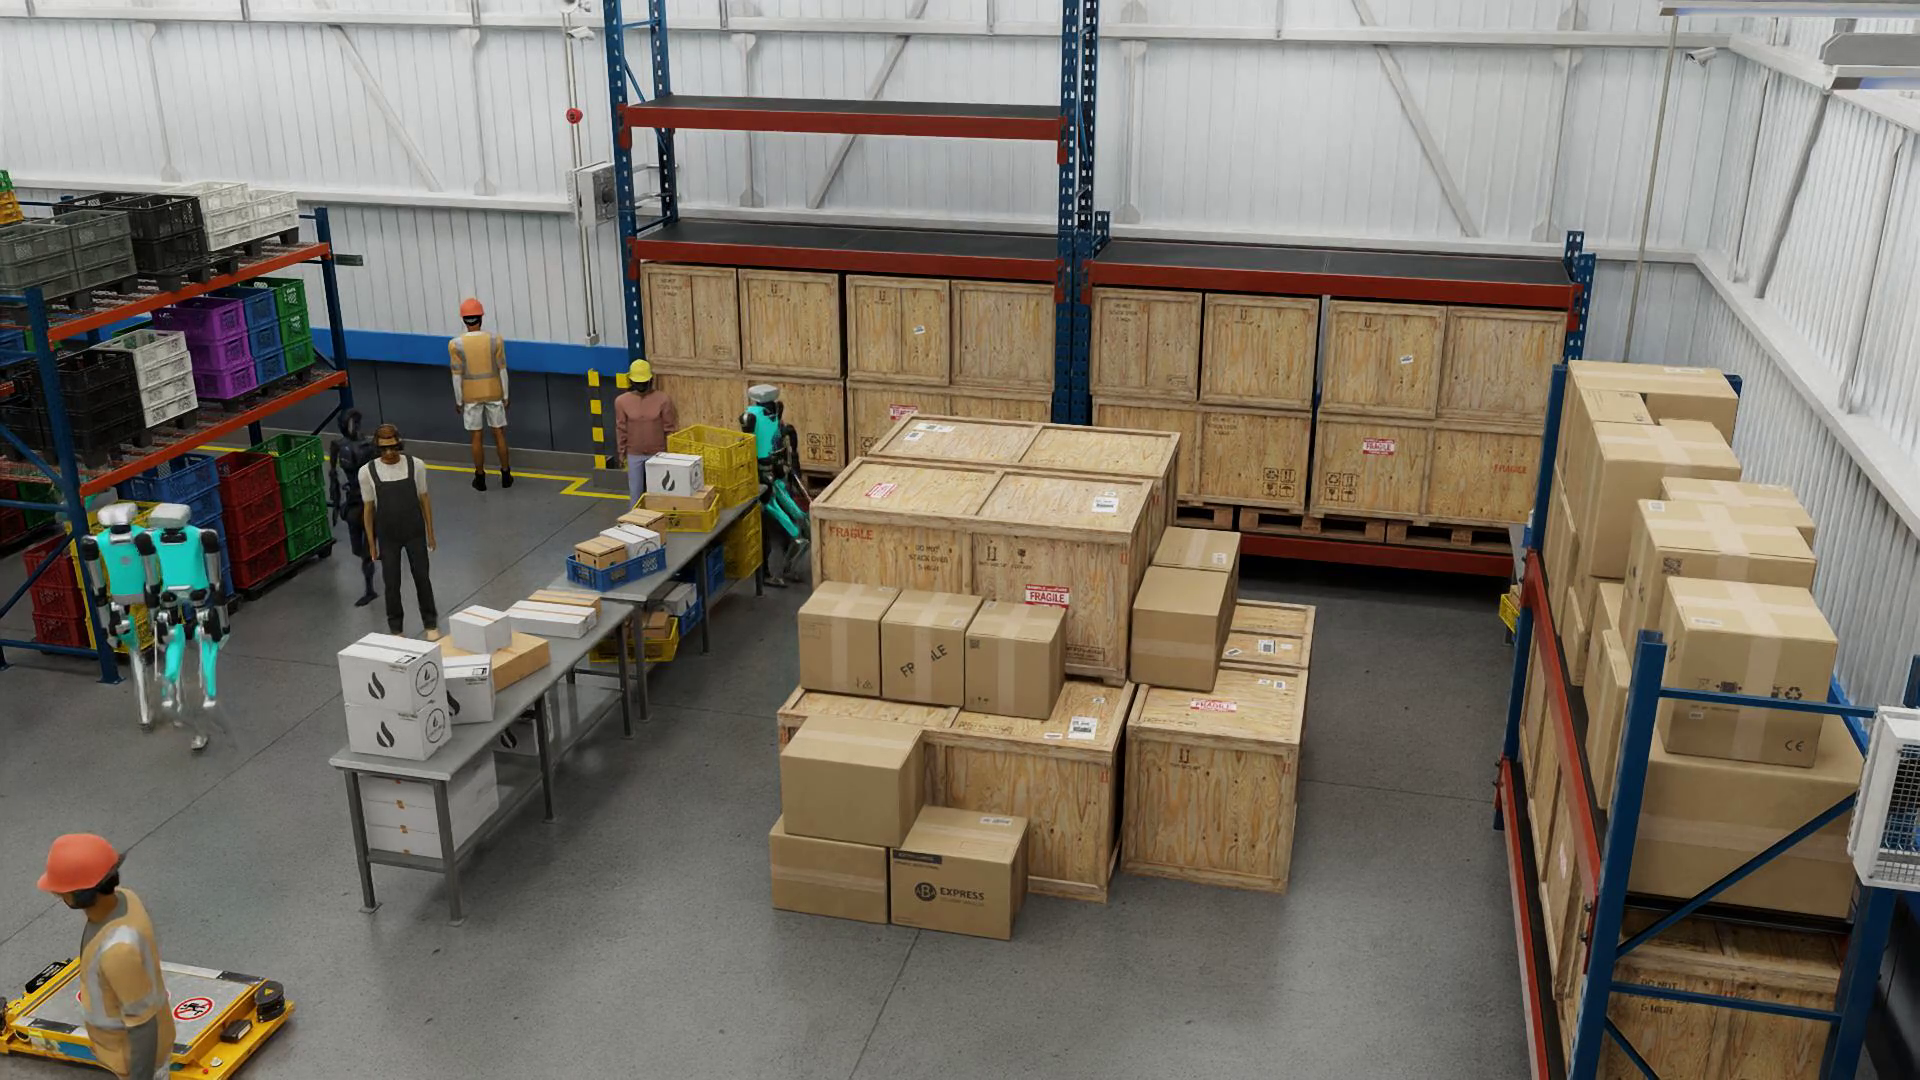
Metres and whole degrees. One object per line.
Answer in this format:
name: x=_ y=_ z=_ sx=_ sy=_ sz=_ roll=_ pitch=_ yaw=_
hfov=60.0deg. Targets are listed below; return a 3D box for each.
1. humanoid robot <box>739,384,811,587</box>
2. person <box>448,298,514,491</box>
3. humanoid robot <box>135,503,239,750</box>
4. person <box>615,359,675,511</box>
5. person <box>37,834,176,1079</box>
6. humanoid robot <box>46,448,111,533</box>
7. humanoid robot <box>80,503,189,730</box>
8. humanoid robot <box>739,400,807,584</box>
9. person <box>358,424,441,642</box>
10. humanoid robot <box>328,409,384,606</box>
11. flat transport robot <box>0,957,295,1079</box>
humanoid robot: x=-1.462 y=-0.424 z=14.065 sx=0.684 sy=1.771 sz=0.534 roll=10 pitch=23 yaw=24
person: x=-4.743 y=-1.437 z=16.484 sx=0.542 sy=1.927 sz=0.371 roll=-8 pitch=22 yaw=-20
humanoid robot: x=-5.240 y=0.682 z=11.222 sx=0.536 sy=1.819 sz=0.662 roll=-2 pitch=21 yaw=-6
person: x=-2.822 y=-0.779 z=14.998 sx=0.526 sy=1.759 sz=0.337 roll=-2 pitch=21 yaw=-6
person: x=-3.506 y=2.129 z=6.996 sx=0.382 sy=2.039 sz=0.613 roll=-12 pitch=24 yaw=-28
humanoid robot: x=-7.706 y=-0.553 z=14.516 sx=0.788 sy=1.824 sz=0.547 roll=-15 pitch=26 yaw=-34
humanoid robot: x=-5.717 y=0.515 z=11.628 sx=0.532 sy=1.765 sz=0.781 roll=-8 pitch=22 yaw=-20
humanoid robot: x=-1.608 y=-0.435 z=14.195 sx=0.616 sy=1.649 sz=0.318 roll=-12 pitch=24 yaw=-28
person: x=-4.355 y=-0.032 z=12.943 sx=0.506 sy=1.837 sz=0.334 roll=-9 pitch=23 yaw=-22
humanoid robot: x=-4.963 y=-0.320 z=13.941 sx=0.583 sy=1.639 sz=0.642 roll=7 pitch=22 yaw=17
flat transport robot: x=-4.270 y=2.464 z=8.601 sx=1.431 sy=0.231 sz=0.659 roll=5 pitch=22 yaw=13
